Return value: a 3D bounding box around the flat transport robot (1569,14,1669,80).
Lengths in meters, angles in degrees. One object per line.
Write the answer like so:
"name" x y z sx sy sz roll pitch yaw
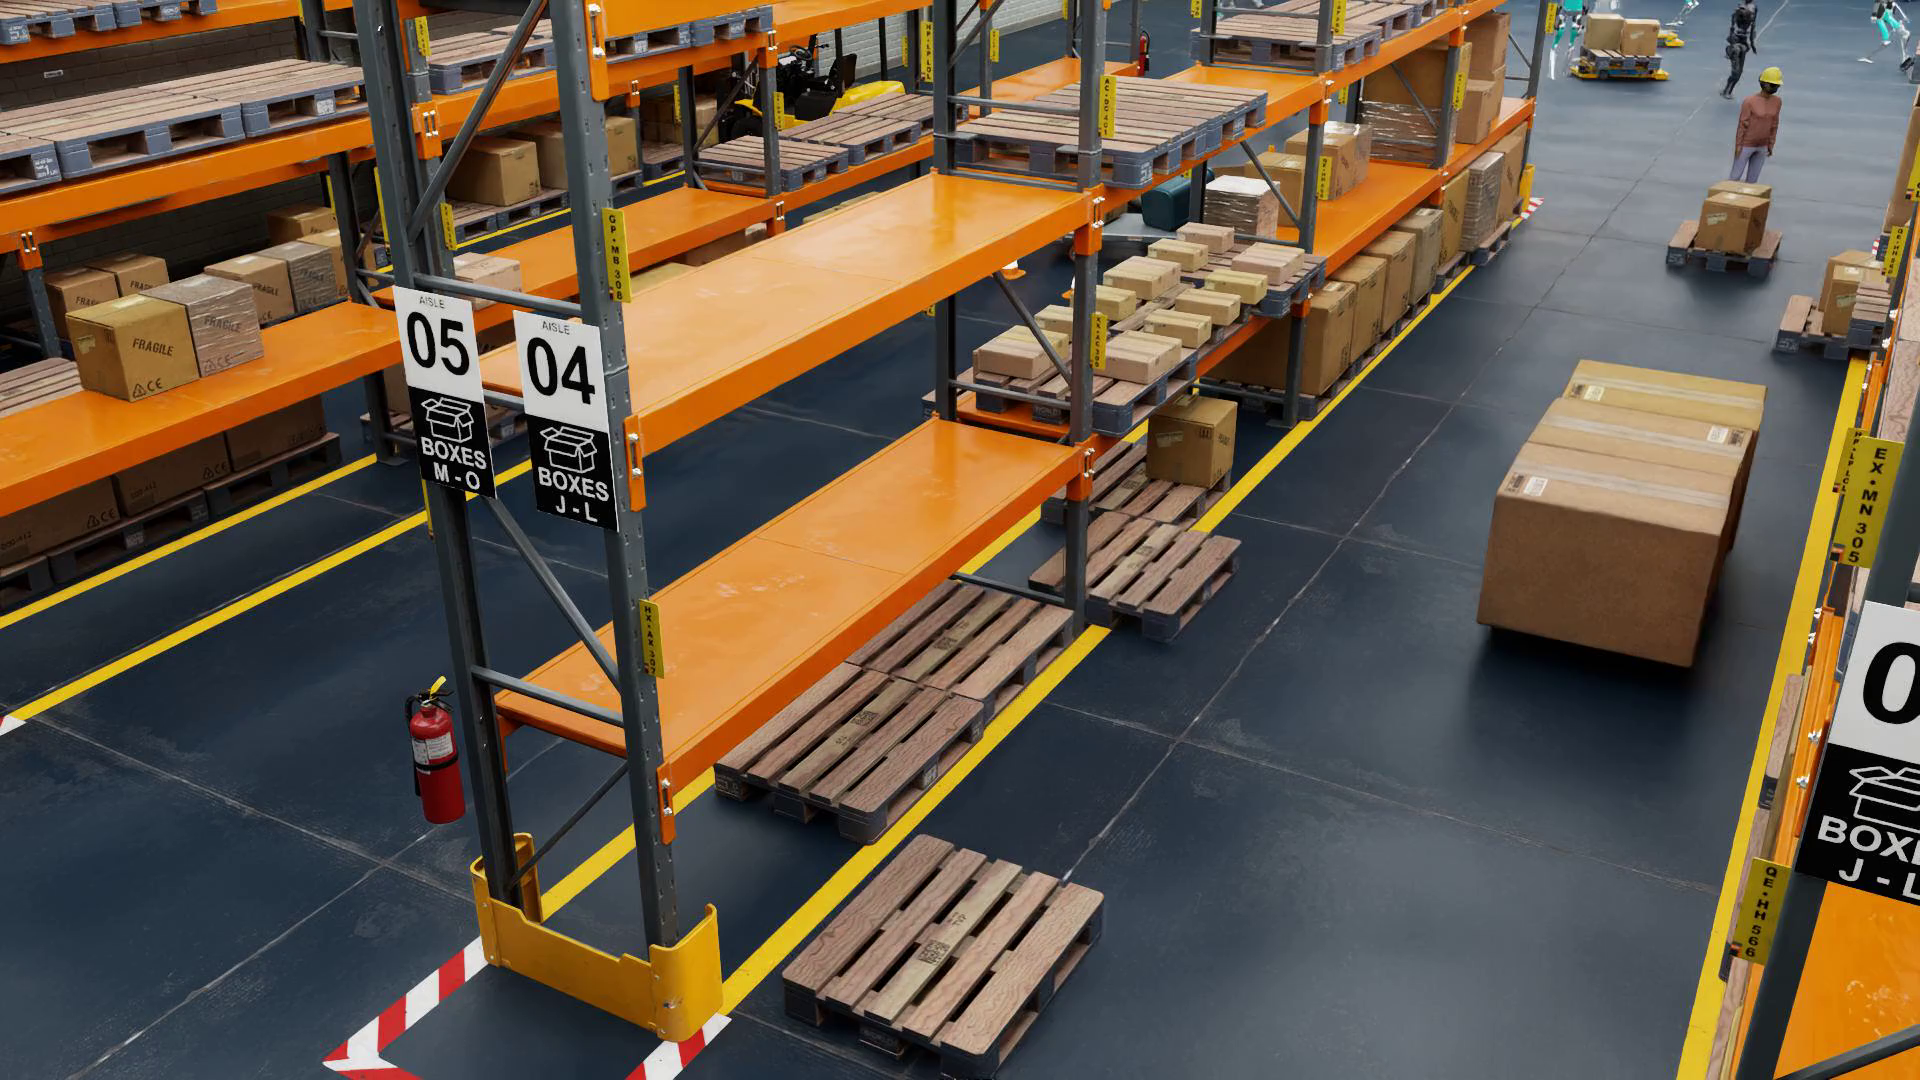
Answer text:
"flat transport robot" 10.902 -7.783 27.515 1.431 0.231 0.659 2 26 5

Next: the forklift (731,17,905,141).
"forklift" -1.819 -5.975 21.543 2.313 2.155 1.214 14 29 26

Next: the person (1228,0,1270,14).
"person" 5.830 -11.547 33.458 0.627 1.890 1.002 -22 33 -38

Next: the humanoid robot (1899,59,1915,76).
"humanoid robot" 15.911 -8.355 27.163 0.602 1.640 0.814 -19 32 -34

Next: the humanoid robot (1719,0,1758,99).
"humanoid robot" 12.025 -7.644 25.610 0.587 1.655 0.335 -14 29 -27

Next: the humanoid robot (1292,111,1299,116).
"humanoid robot" 4.822 -7.021 24.300 0.395 1.643 0.609 -13 29 -25

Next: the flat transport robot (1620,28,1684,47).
"flat transport robot" 12.446 -9.205 30.469 1.431 0.231 0.659 4 26 7

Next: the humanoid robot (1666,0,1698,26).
"humanoid robot" 13.791 -10.611 31.543 0.533 1.677 0.735 -15 30 -29

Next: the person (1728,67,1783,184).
"person" 9.065 -4.494 18.964 0.523 1.761 0.344 -7 26 -13

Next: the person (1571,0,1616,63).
"person" 10.976 -9.030 28.251 0.791 1.890 0.617 4 26 9

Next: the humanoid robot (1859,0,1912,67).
"humanoid robot" 15.925 -8.914 28.194 0.543 1.761 0.972 -15 29 -28

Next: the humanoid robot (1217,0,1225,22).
"humanoid robot" 4.628 -9.962 30.355 0.784 1.786 0.531 -16 30 -29

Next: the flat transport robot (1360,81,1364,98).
"flat transport robot" 6.337 -5.996 23.801 0.659 0.231 1.431 -3 26 -6

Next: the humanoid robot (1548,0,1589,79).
"humanoid robot" 9.911 -8.431 27.271 0.530 1.835 0.812 1 26 2

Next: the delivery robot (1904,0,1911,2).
"delivery robot" 20.233 -11.806 35.567 0.792 0.614 0.499 -16 30 -29
